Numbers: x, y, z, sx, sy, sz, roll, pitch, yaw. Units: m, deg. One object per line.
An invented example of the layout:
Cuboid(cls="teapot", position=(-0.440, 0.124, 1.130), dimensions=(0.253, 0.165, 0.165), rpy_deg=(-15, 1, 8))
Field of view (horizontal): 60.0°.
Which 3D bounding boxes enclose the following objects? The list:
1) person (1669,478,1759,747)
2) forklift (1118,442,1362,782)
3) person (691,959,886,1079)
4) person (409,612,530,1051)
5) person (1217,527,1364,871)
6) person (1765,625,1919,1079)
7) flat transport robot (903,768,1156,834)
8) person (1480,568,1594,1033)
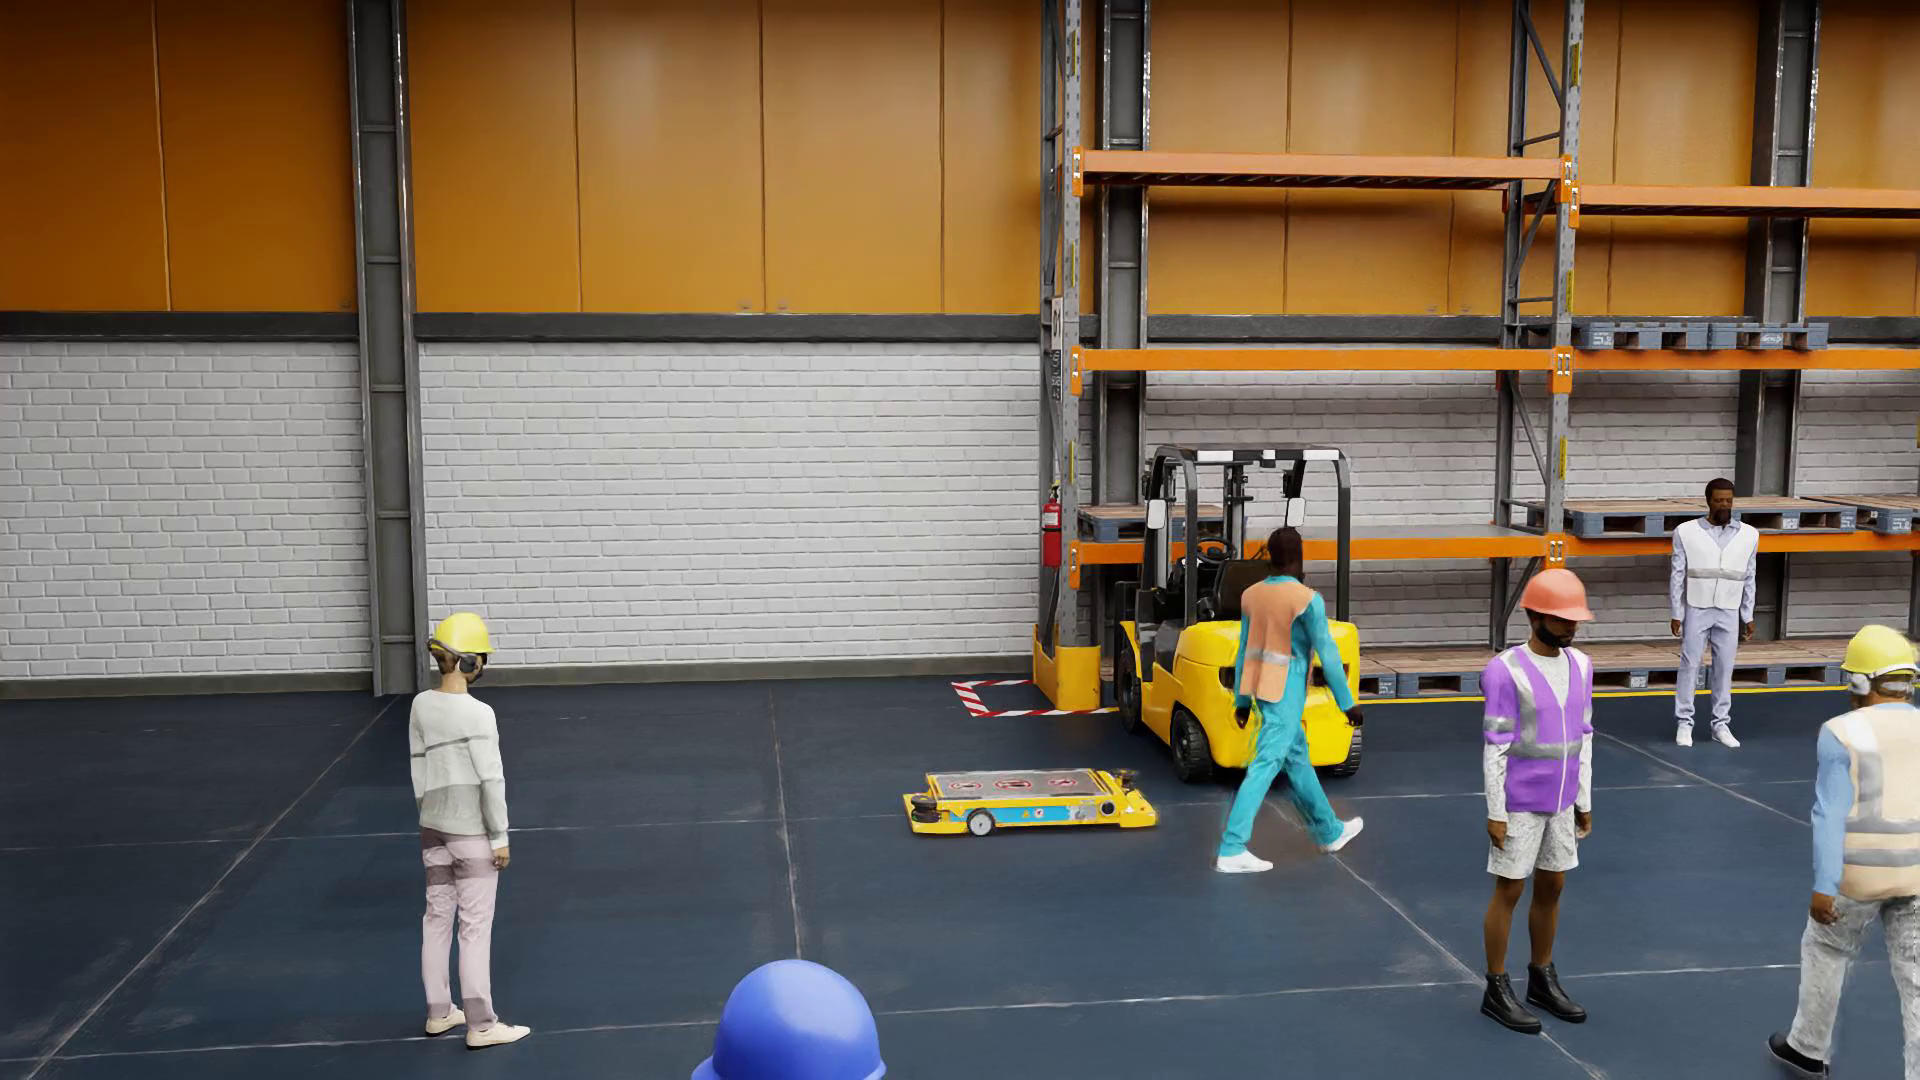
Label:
Cuboid(cls="person", position=(5.365, 0.514, 11.864), dimensions=(0.592, 1.917, 0.391), rpy_deg=(1, 7, 6))
Cuboid(cls="forklift", position=(1.912, 0.418, 11.496), dimensions=(1.214, 2.155, 2.313), rpy_deg=(-1, 7, -8))
Cuboid(cls="person", position=(-0.201, 1.576, 2.485), dimensions=(0.417, 1.938, 0.603), rpy_deg=(3, 7, 27))
Cuboid(cls="person", position=(-2.013, 1.172, 6.764), dimensions=(0.523, 1.766, 0.320), rpy_deg=(5, 8, 36))
Cuboid(cls="person", position=(1.817, 0.865, 9.096), dimensions=(1.025, 1.841, 0.626), rpy_deg=(-3, 7, -22))
Cuboid(cls="person", position=(3.398, 1.218, 6.223), dimensions=(0.606, 1.794, 0.822), rpy_deg=(-1, 7, -7))
Cuboid(cls="flat transport robot", position=(0.399, 1.549, 9.938), dimensions=(1.431, 0.197, 0.652), rpy_deg=(-1, 7, -7))
Cuboid(cls="person", position=(2.425, 1.072, 6.918), dimensions=(0.545, 1.930, 0.387), rpy_deg=(-3, 7, -24))
